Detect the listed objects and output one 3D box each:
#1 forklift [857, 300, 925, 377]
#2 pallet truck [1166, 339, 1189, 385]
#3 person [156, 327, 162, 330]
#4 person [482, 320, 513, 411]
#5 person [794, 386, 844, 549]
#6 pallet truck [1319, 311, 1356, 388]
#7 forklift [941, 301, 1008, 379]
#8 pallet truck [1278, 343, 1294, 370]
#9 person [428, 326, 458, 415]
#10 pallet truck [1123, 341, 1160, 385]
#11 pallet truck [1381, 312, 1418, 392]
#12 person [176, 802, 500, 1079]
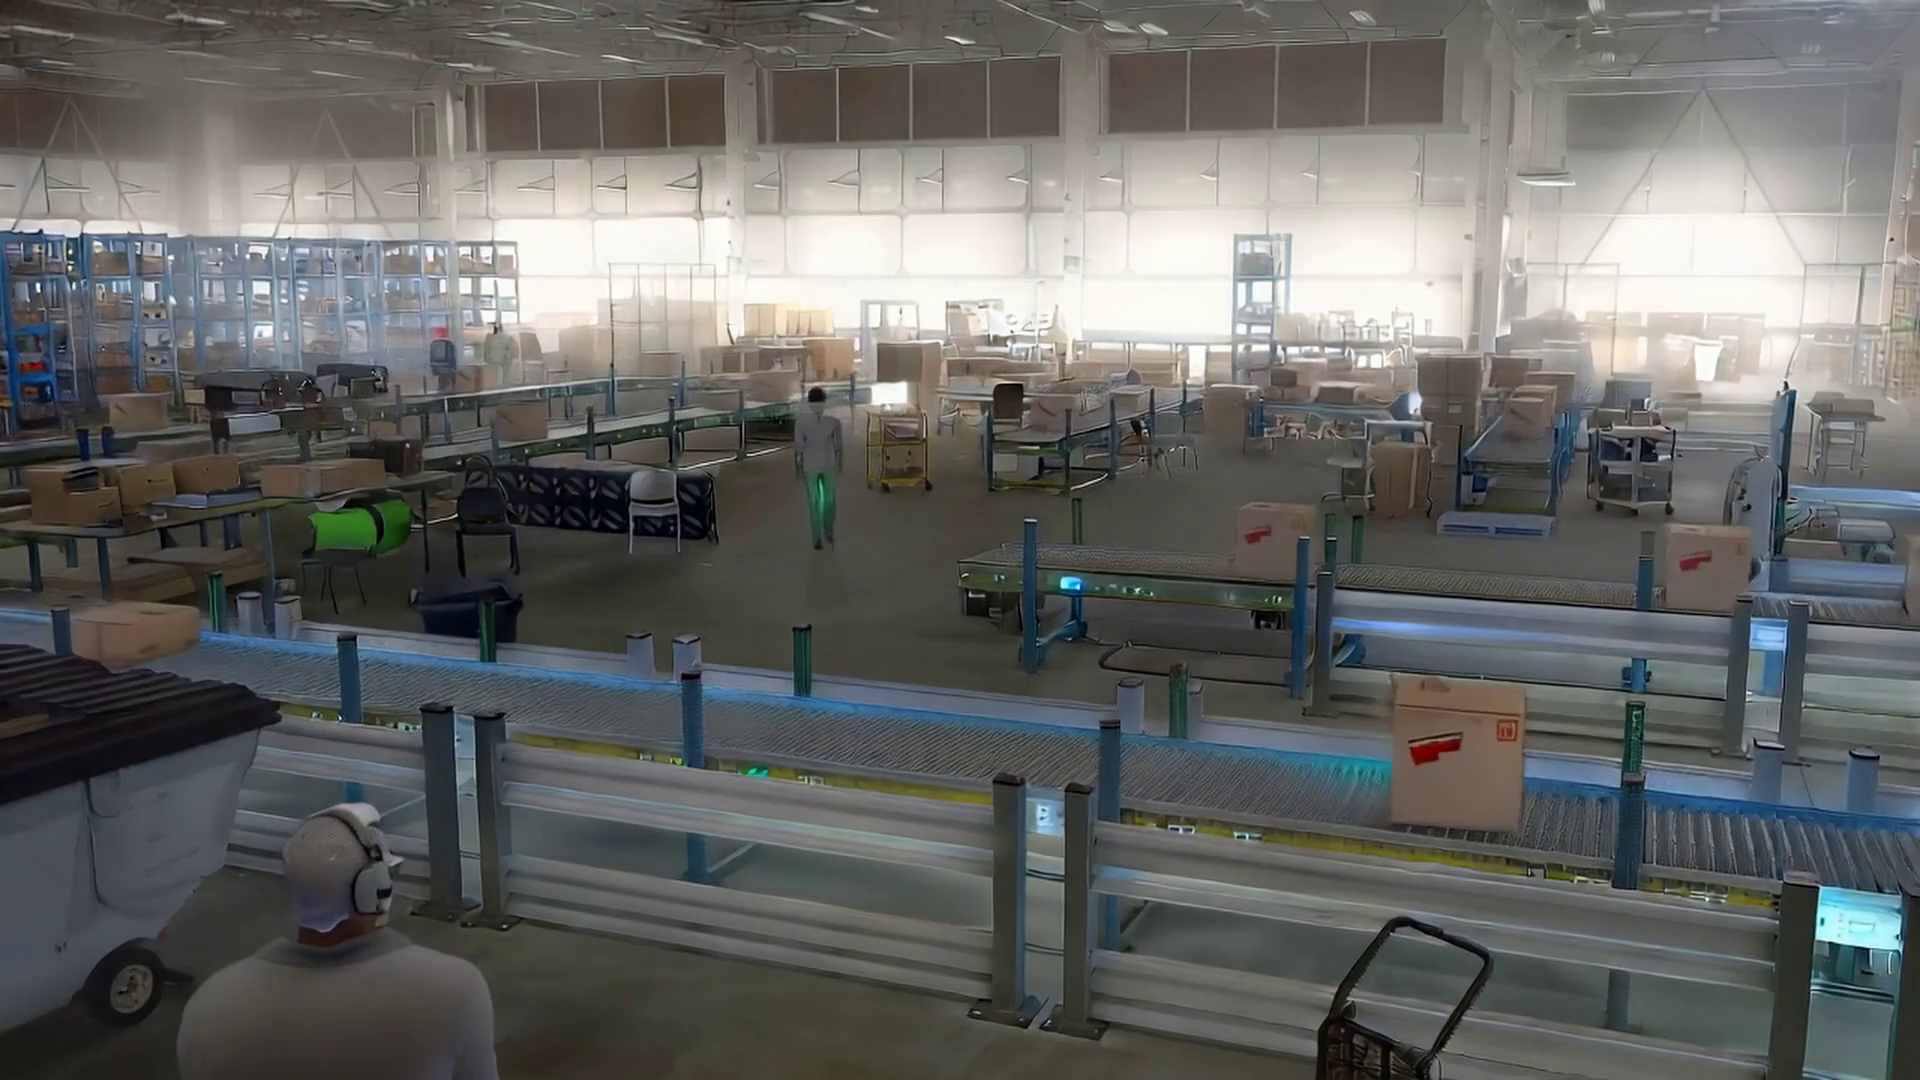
[{"bbox_3d":[-1.732,-5.109,42.468,1.157,1.987,2.680,4,10,22],"label":"forklift"},{"bbox_3d":[5.418,-4.269,40.420,0.704,1.261,1.522,3,10,20],"label":"pallet truck"},{"bbox_3d":[-17.895,-4.008,37.214,0.578,1.830,0.408,-7,12,-35],"label":"person"},{"bbox_3d":[-9.692,-3.655,34.836,0.643,1.909,0.410,1,9,5],"label":"person"},{"bbox_3d":[-1.509,-0.766,17.787,0.535,1.750,0.378,-1,9,-4],"label":"person"},{"bbox_3d":[9.071,-4.419,39.190,0.823,1.965,1.885,5,10,26],"label":"pallet truck"},{"bbox_3d":[0.365,-4.966,41.571,1.157,1.987,2.680,3,10,20],"label":"forklift"},{"bbox_3d":[7.886,-4.163,39.743,0.653,1.274,1.630,4,10,22],"label":"pallet truck"},{"bbox_3d":[-10.502,-3.446,33.907,0.624,1.798,0.469,2,9,9],"label":"person"},{"bbox_3d":[4.445,-4.380,41.279,0.680,1.201,1.601,4,10,22],"label":"pallet truck"},{"bbox_3d":[10.207,-4.283,38.369,0.823,1.965,1.885,3,10,20],"label":"pallet truck"},{"bbox_3d":[-1.294,1.502,3.601,0.642,1.905,0.399,-1,9,-8],"label":"person"}]
